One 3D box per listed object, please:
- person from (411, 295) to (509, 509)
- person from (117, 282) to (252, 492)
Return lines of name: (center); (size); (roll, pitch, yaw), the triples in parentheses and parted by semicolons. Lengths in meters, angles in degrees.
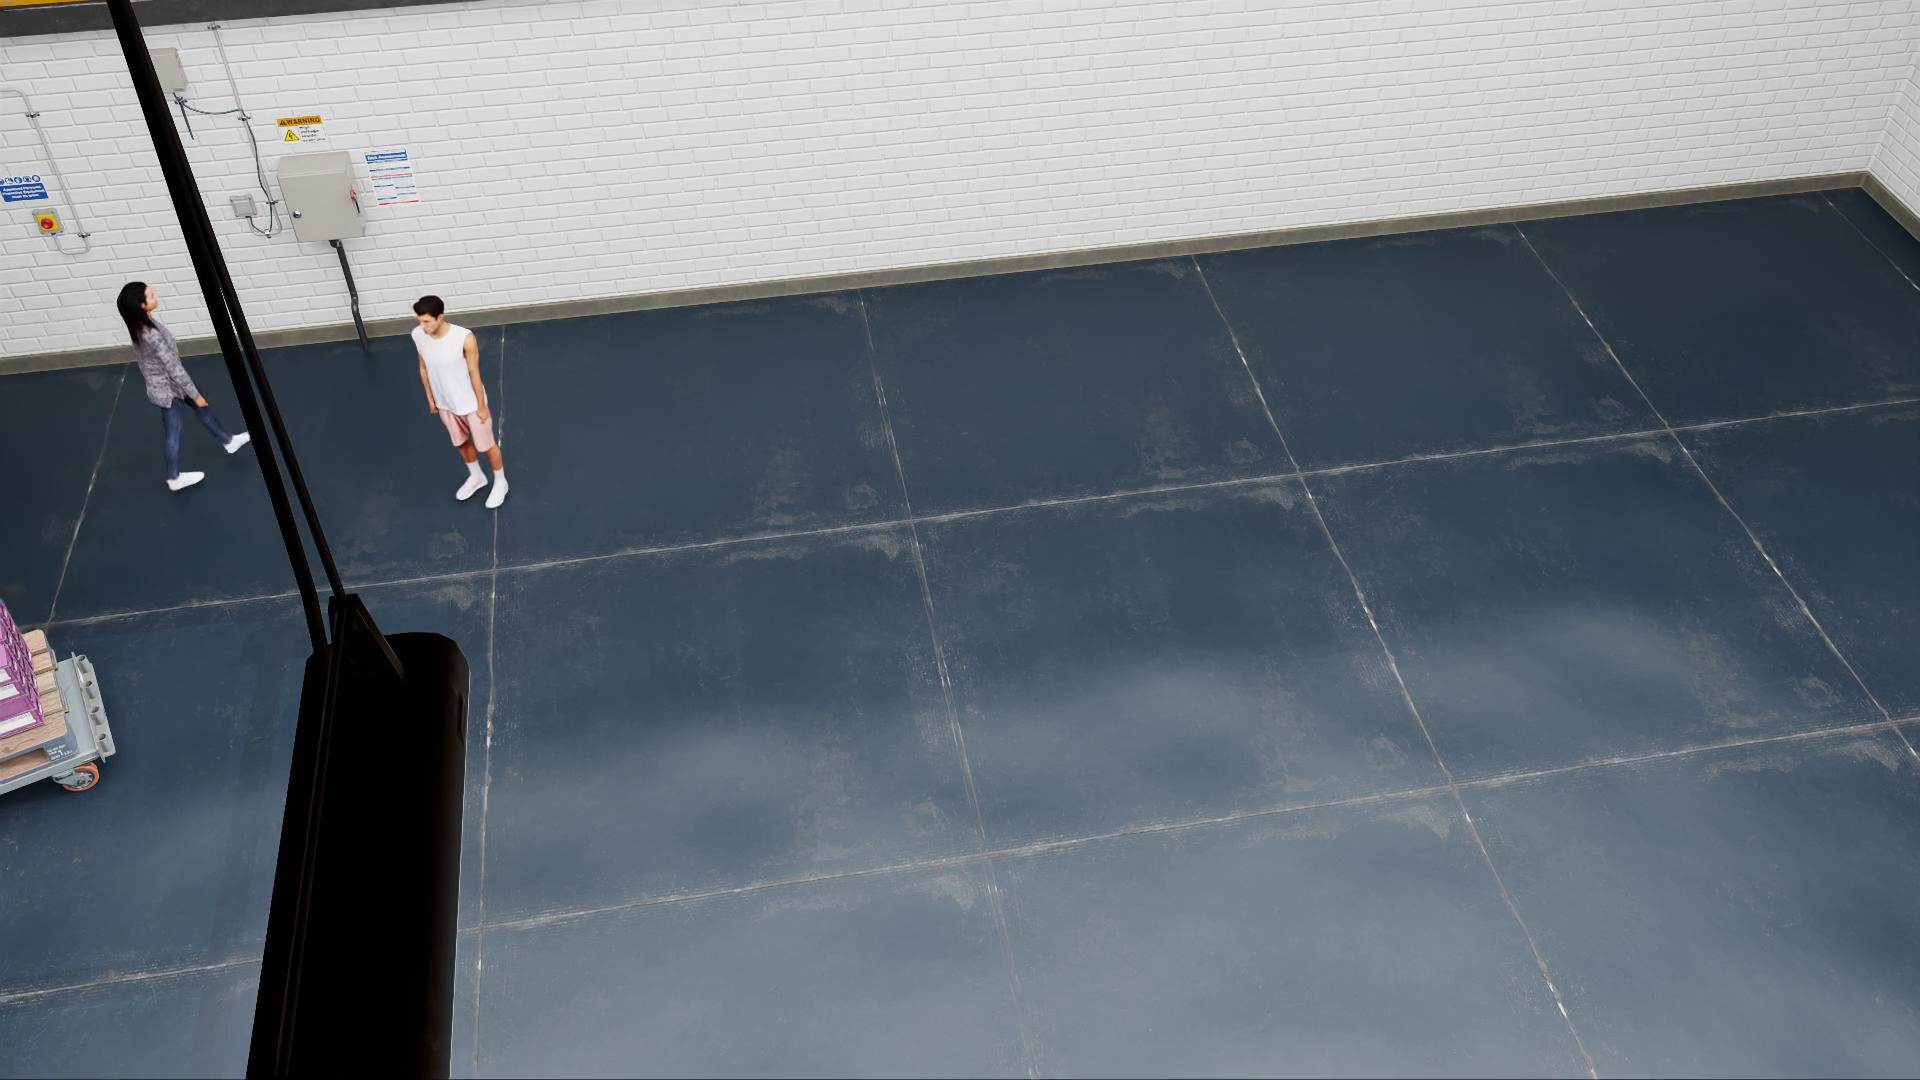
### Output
person: (-3.526, -1.015, 11.785); (0.737, 1.779, 0.741); (12, 45, 12)
person: (-5.748, -1.065, 11.894); (1.019, 1.702, 1.046); (-31, 52, -28)
